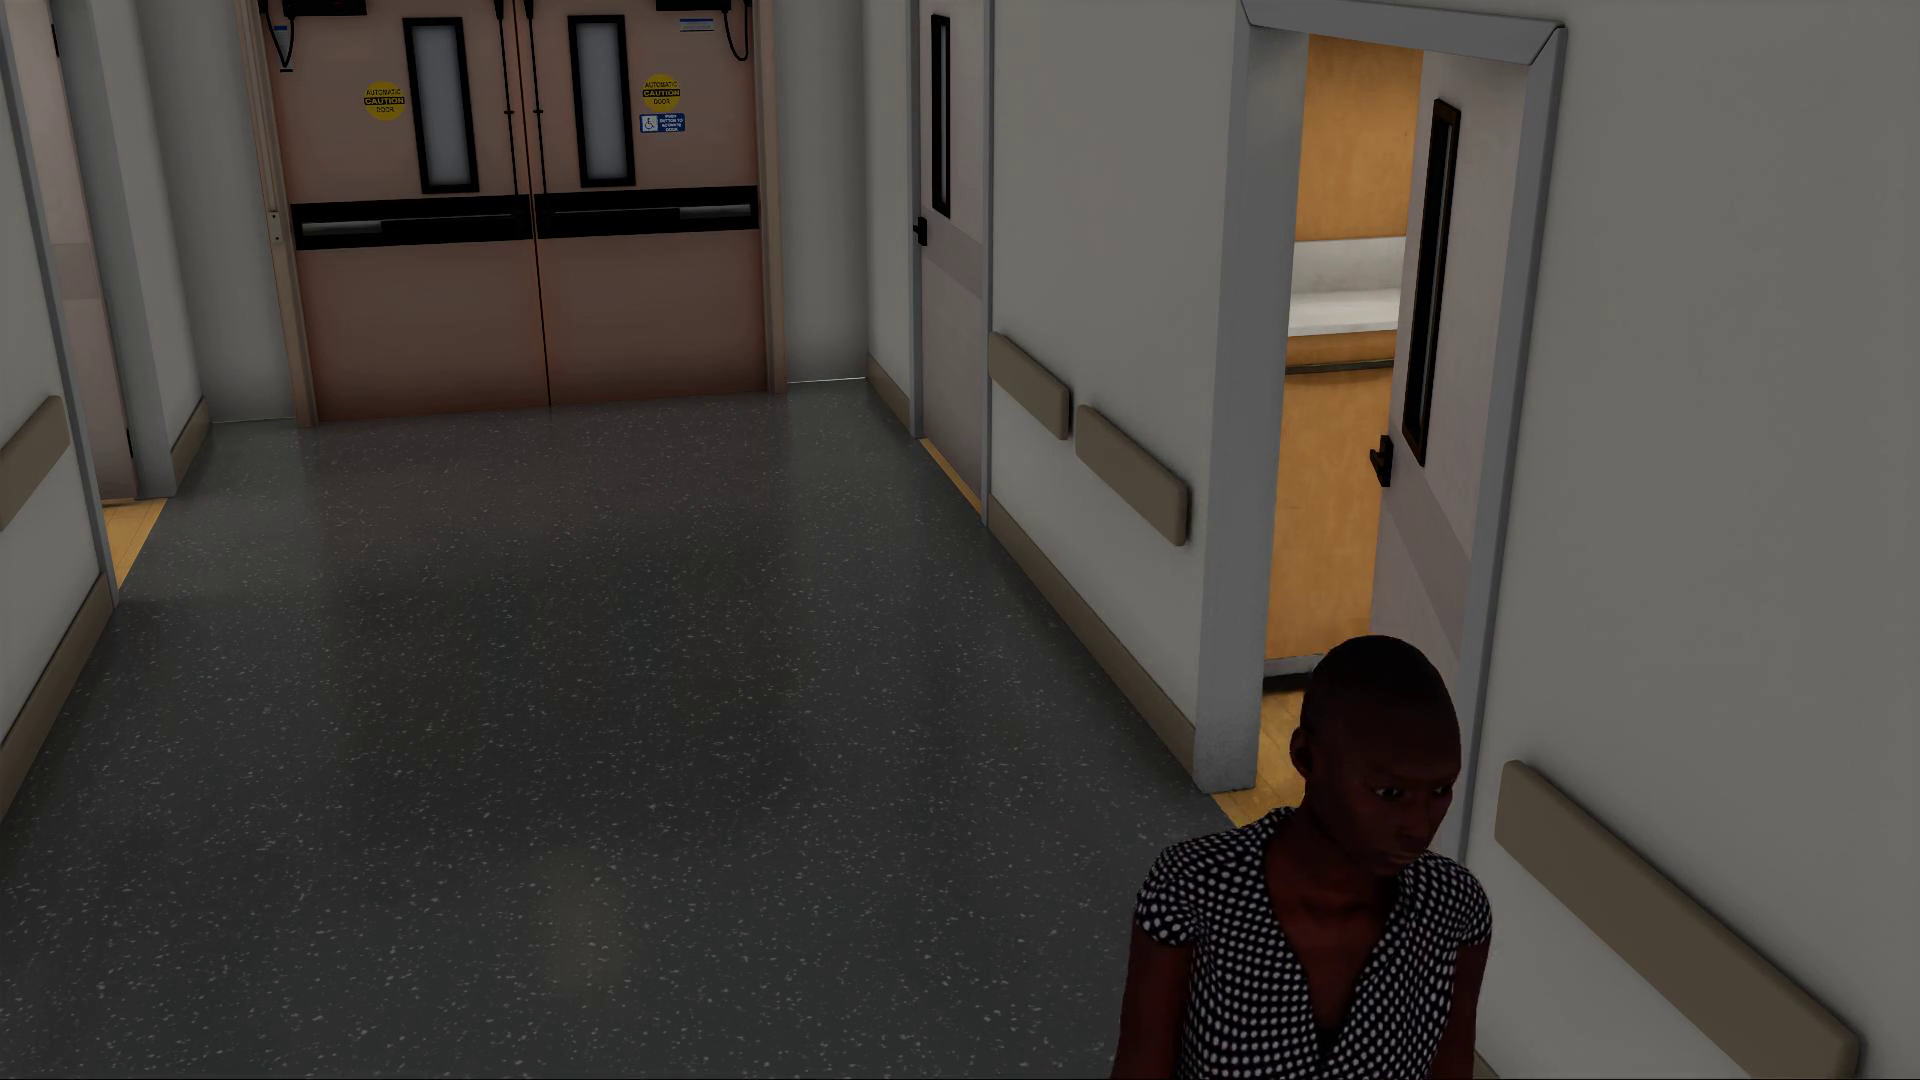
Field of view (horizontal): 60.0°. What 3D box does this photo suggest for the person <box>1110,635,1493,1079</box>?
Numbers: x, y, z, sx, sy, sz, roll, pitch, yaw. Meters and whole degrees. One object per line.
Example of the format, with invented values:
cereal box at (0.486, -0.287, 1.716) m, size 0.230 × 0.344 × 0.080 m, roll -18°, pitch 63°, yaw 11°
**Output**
person at (0.371, 0.904, 2.150) m, size 0.705 × 1.770 × 0.838 m, roll 0°, pitch 21°, yaw -1°
